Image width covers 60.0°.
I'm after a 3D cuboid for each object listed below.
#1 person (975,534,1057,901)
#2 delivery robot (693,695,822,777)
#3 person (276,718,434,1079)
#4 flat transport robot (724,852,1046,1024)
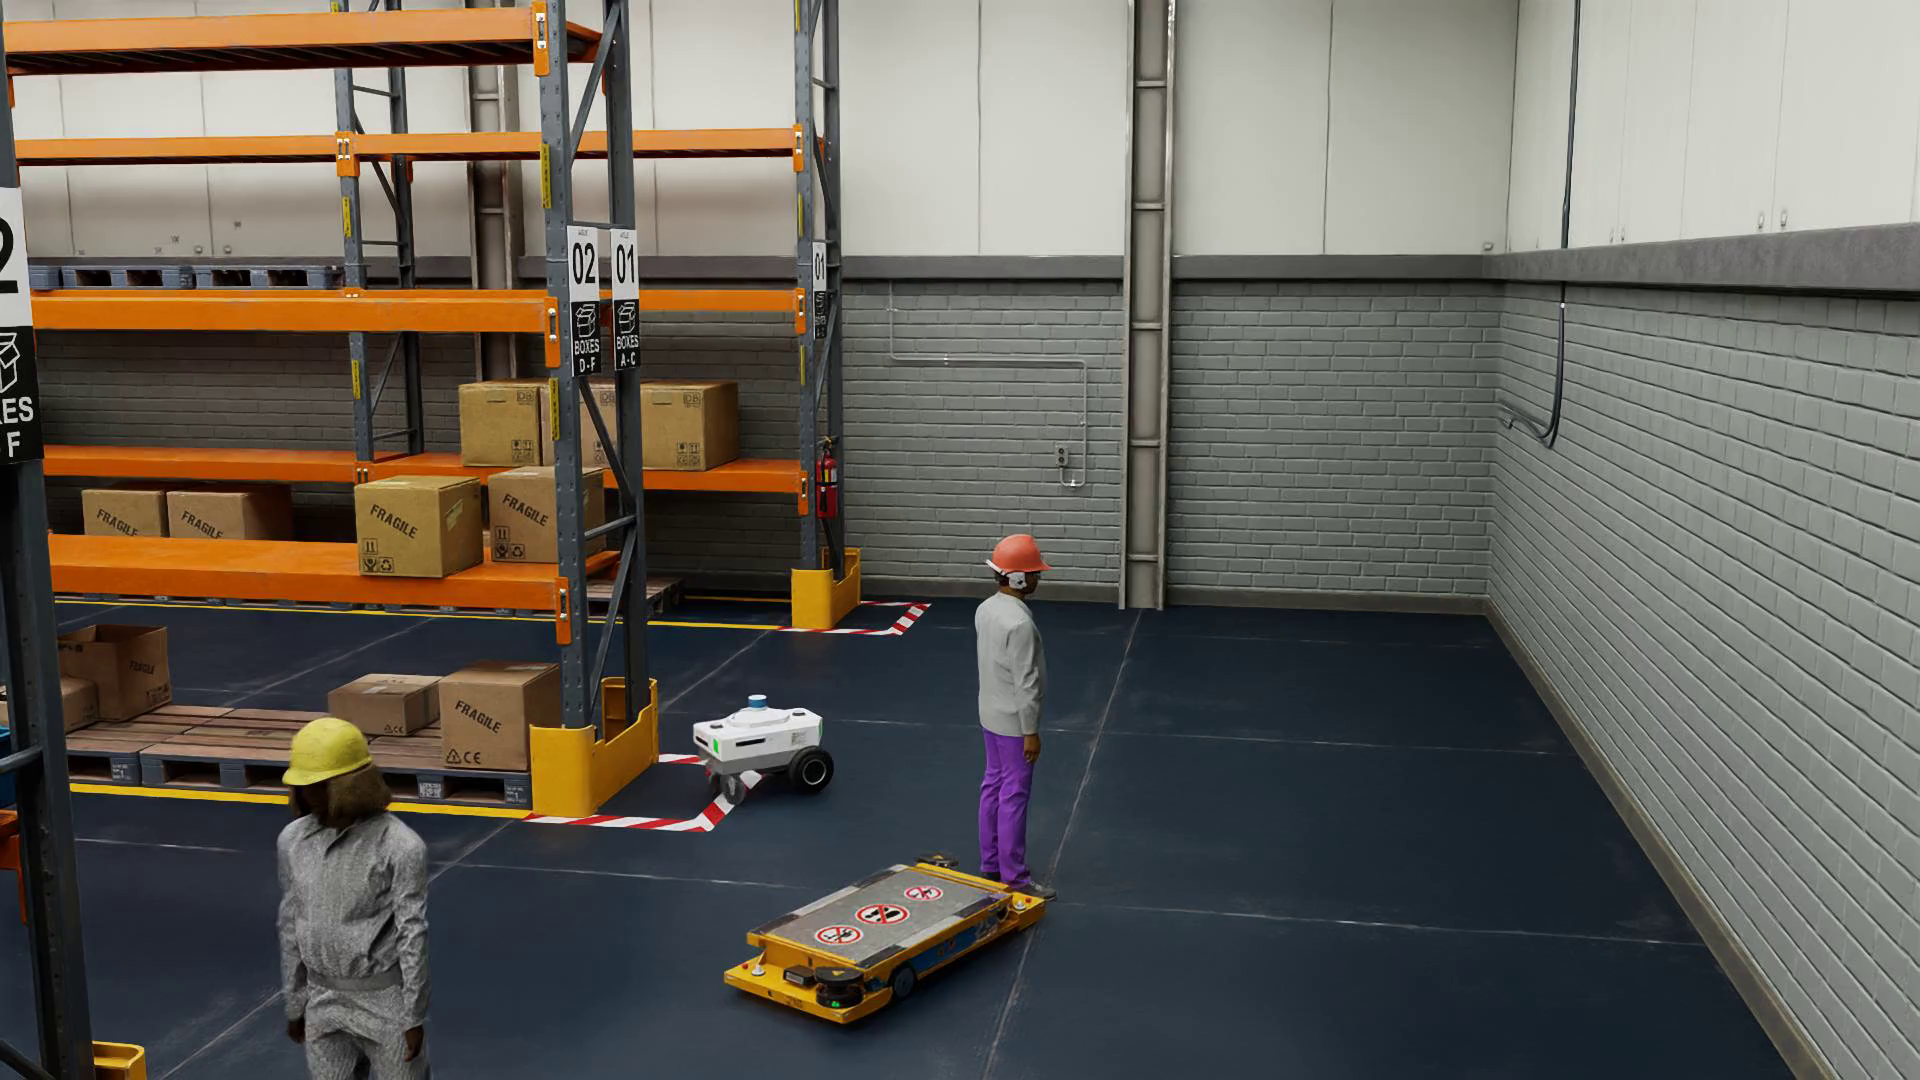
[{"bbox_3d":[0.267,0.839,7.961,0.327,1.753,0.561,-3,10,-19],"label":"person"},{"bbox_3d":[-1.160,1.135,9.550,0.707,0.478,0.477,-5,11,-31],"label":"delivery robot"},{"bbox_3d":[-1.764,1.354,4.846,0.486,1.731,0.359,3,10,16],"label":"person"},{"bbox_3d":[-0.292,1.694,7.247,0.652,0.197,1.431,7,11,36],"label":"flat transport robot"}]
